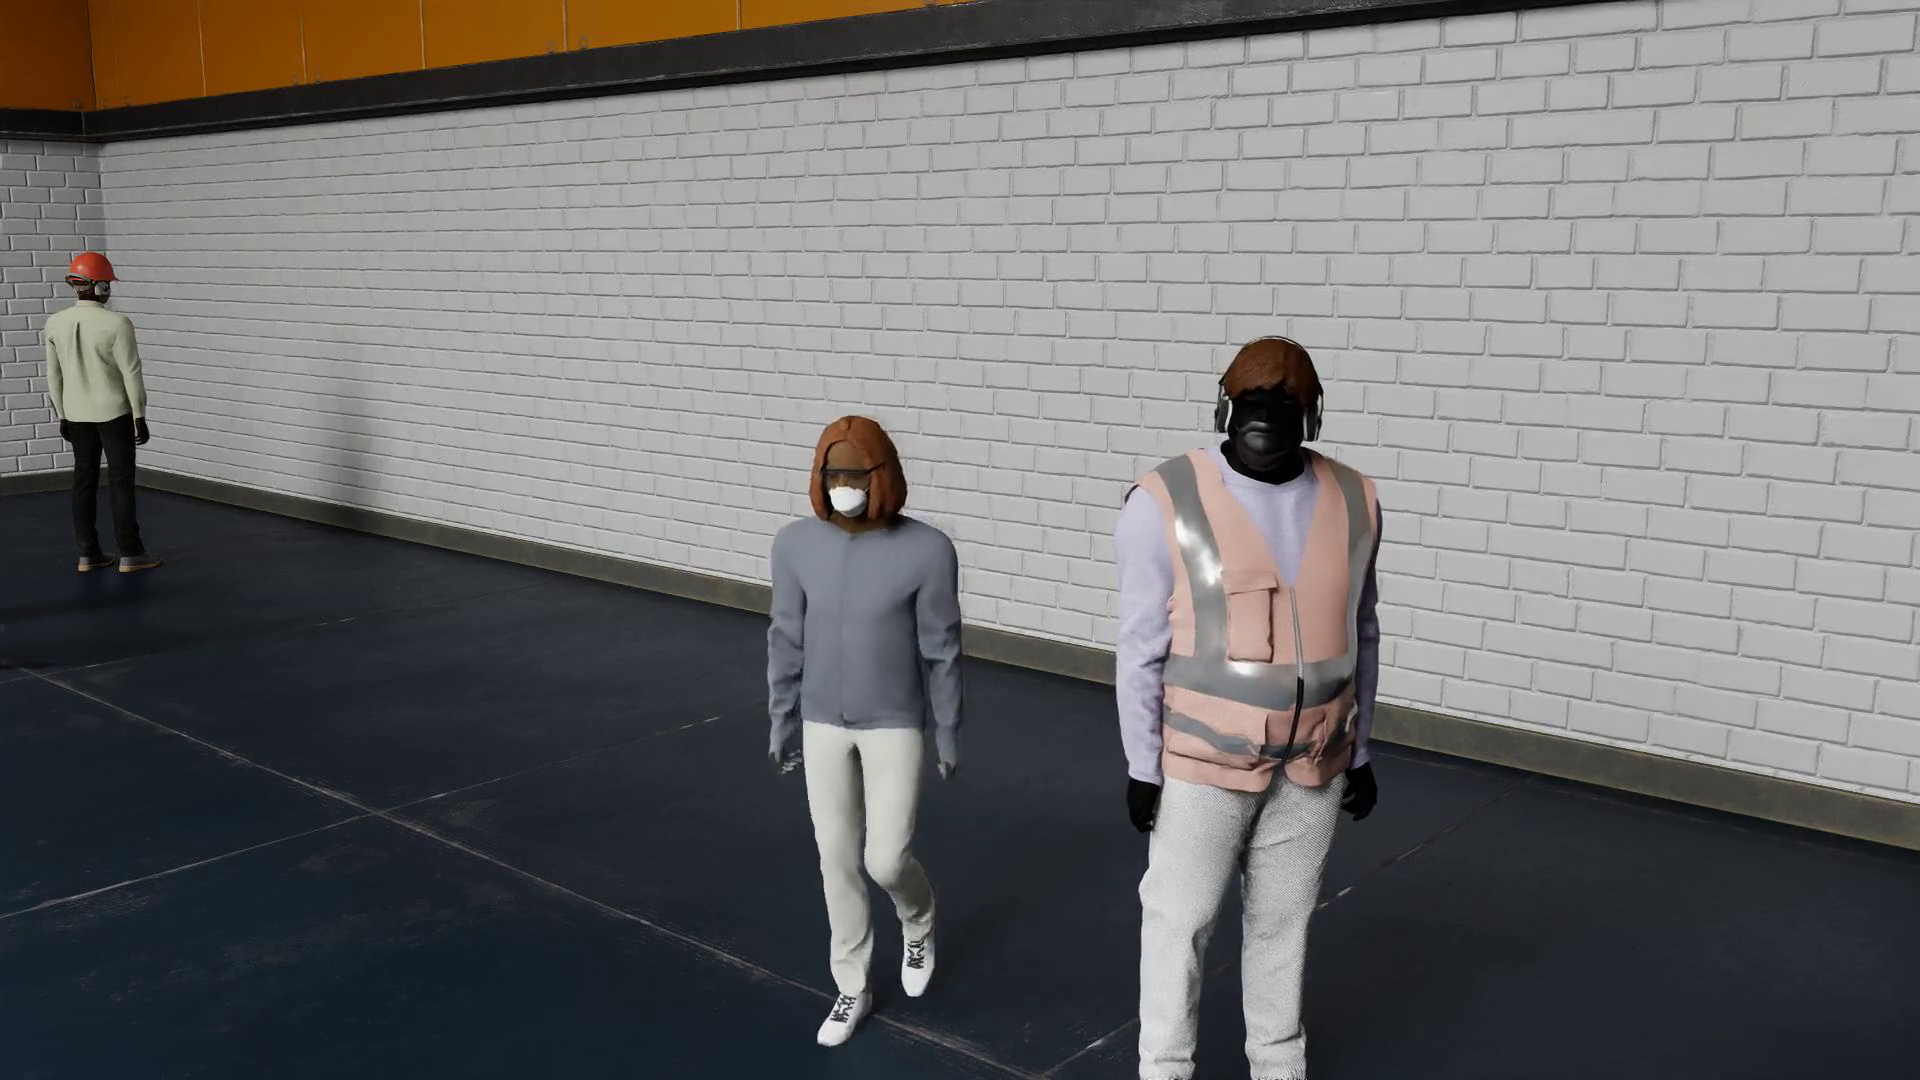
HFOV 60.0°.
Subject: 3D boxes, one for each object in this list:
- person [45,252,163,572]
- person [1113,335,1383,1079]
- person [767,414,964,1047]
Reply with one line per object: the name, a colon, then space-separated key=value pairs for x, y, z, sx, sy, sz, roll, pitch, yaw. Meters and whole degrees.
person: x=-5.368 y=-0.790 z=10.409 sx=0.622 sy=1.994 sz=0.381 roll=2 pitch=10 yaw=9
person: x=0.644 y=0.476 z=3.647 sx=0.624 sy=1.841 sz=0.430 roll=-3 pitch=10 yaw=-16
person: x=-0.240 y=0.481 z=4.242 sx=0.507 sy=1.618 sz=0.391 roll=4 pitch=11 yaw=19
